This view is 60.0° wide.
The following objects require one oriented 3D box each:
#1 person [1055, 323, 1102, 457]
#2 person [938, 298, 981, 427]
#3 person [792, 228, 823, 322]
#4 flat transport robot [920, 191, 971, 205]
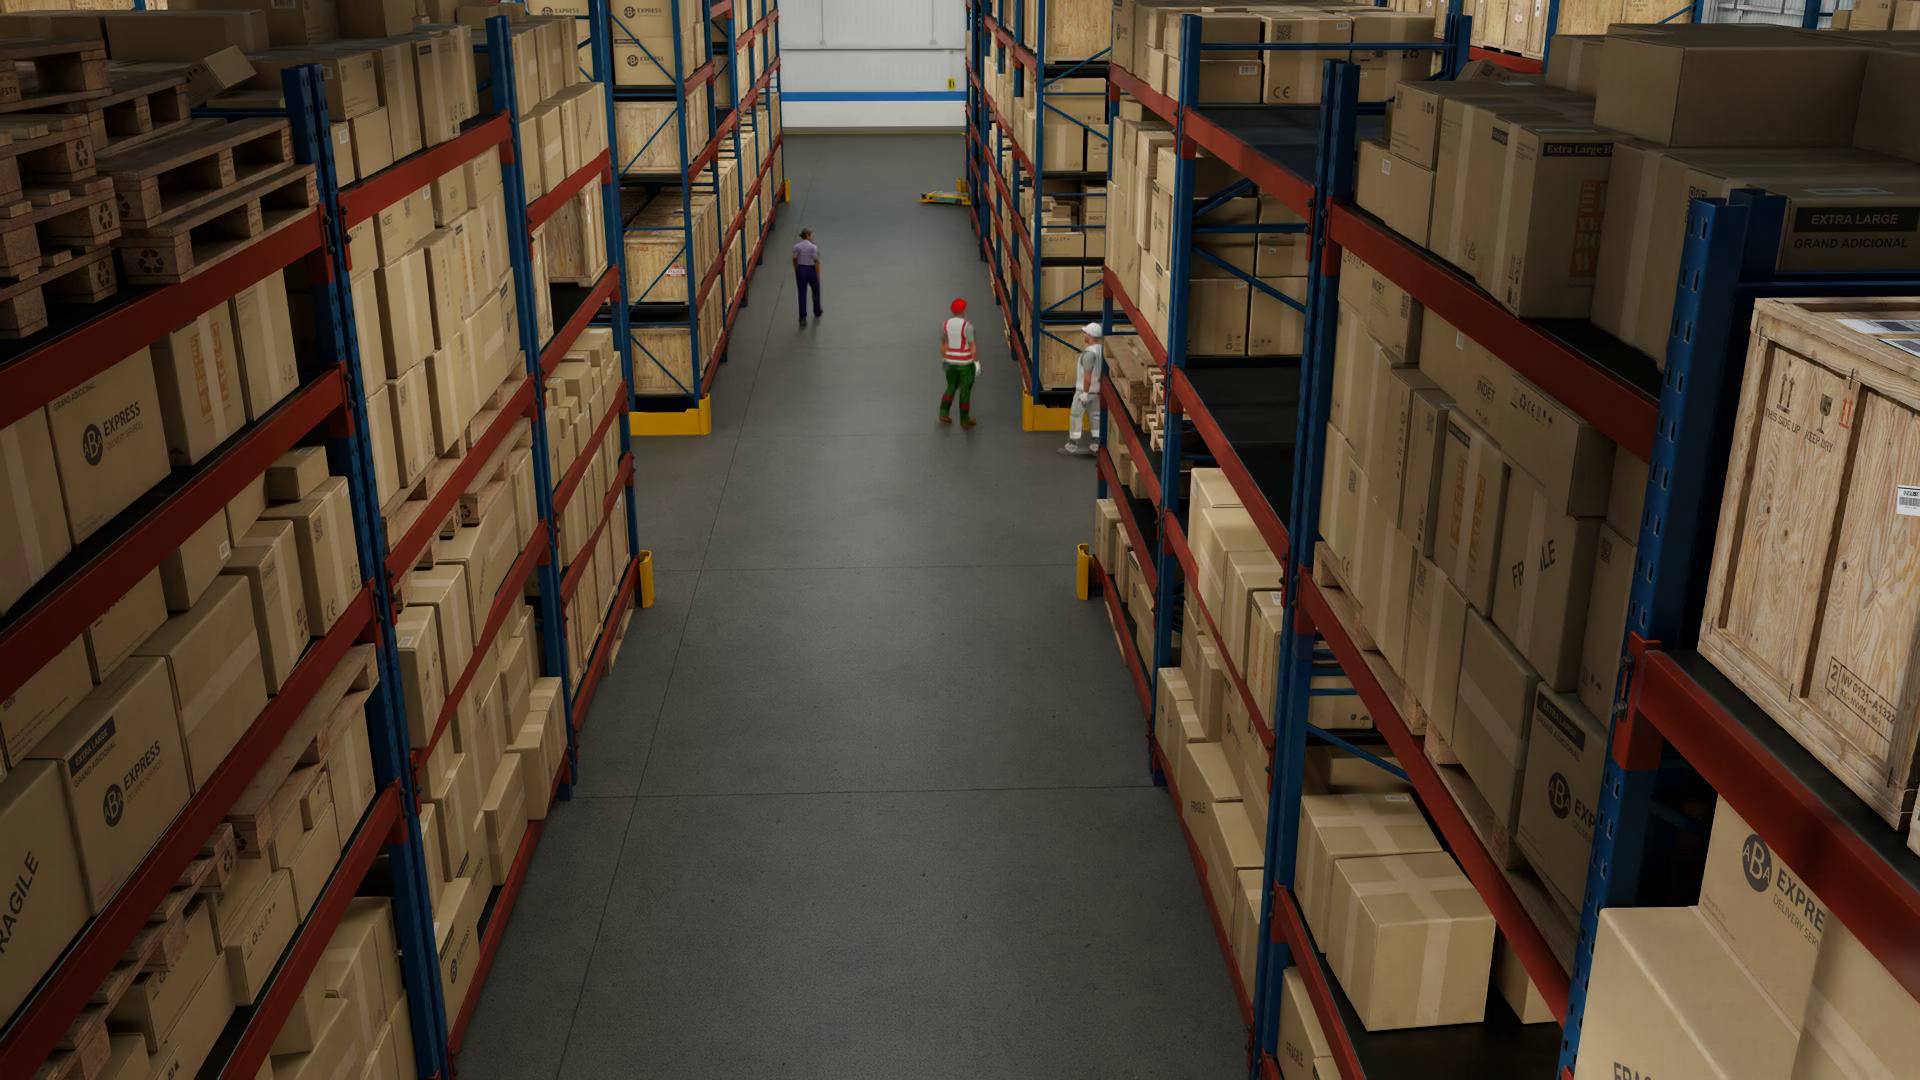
[{"bbox_3d":[1.581,-1.980,21.732,0.600,1.784,0.554,12,24,30],"label":"person"},{"bbox_3d":[0.024,-2.457,23.029,0.610,1.796,0.397,12,24,29],"label":"person"},{"bbox_3d":[-2.680,-4.666,29.163,0.503,1.620,0.877,2,21,4],"label":"person"},{"bbox_3d":[-0.218,-8.539,41.611,1.431,0.259,0.659,8,22,20],"label":"flat transport robot"}]
